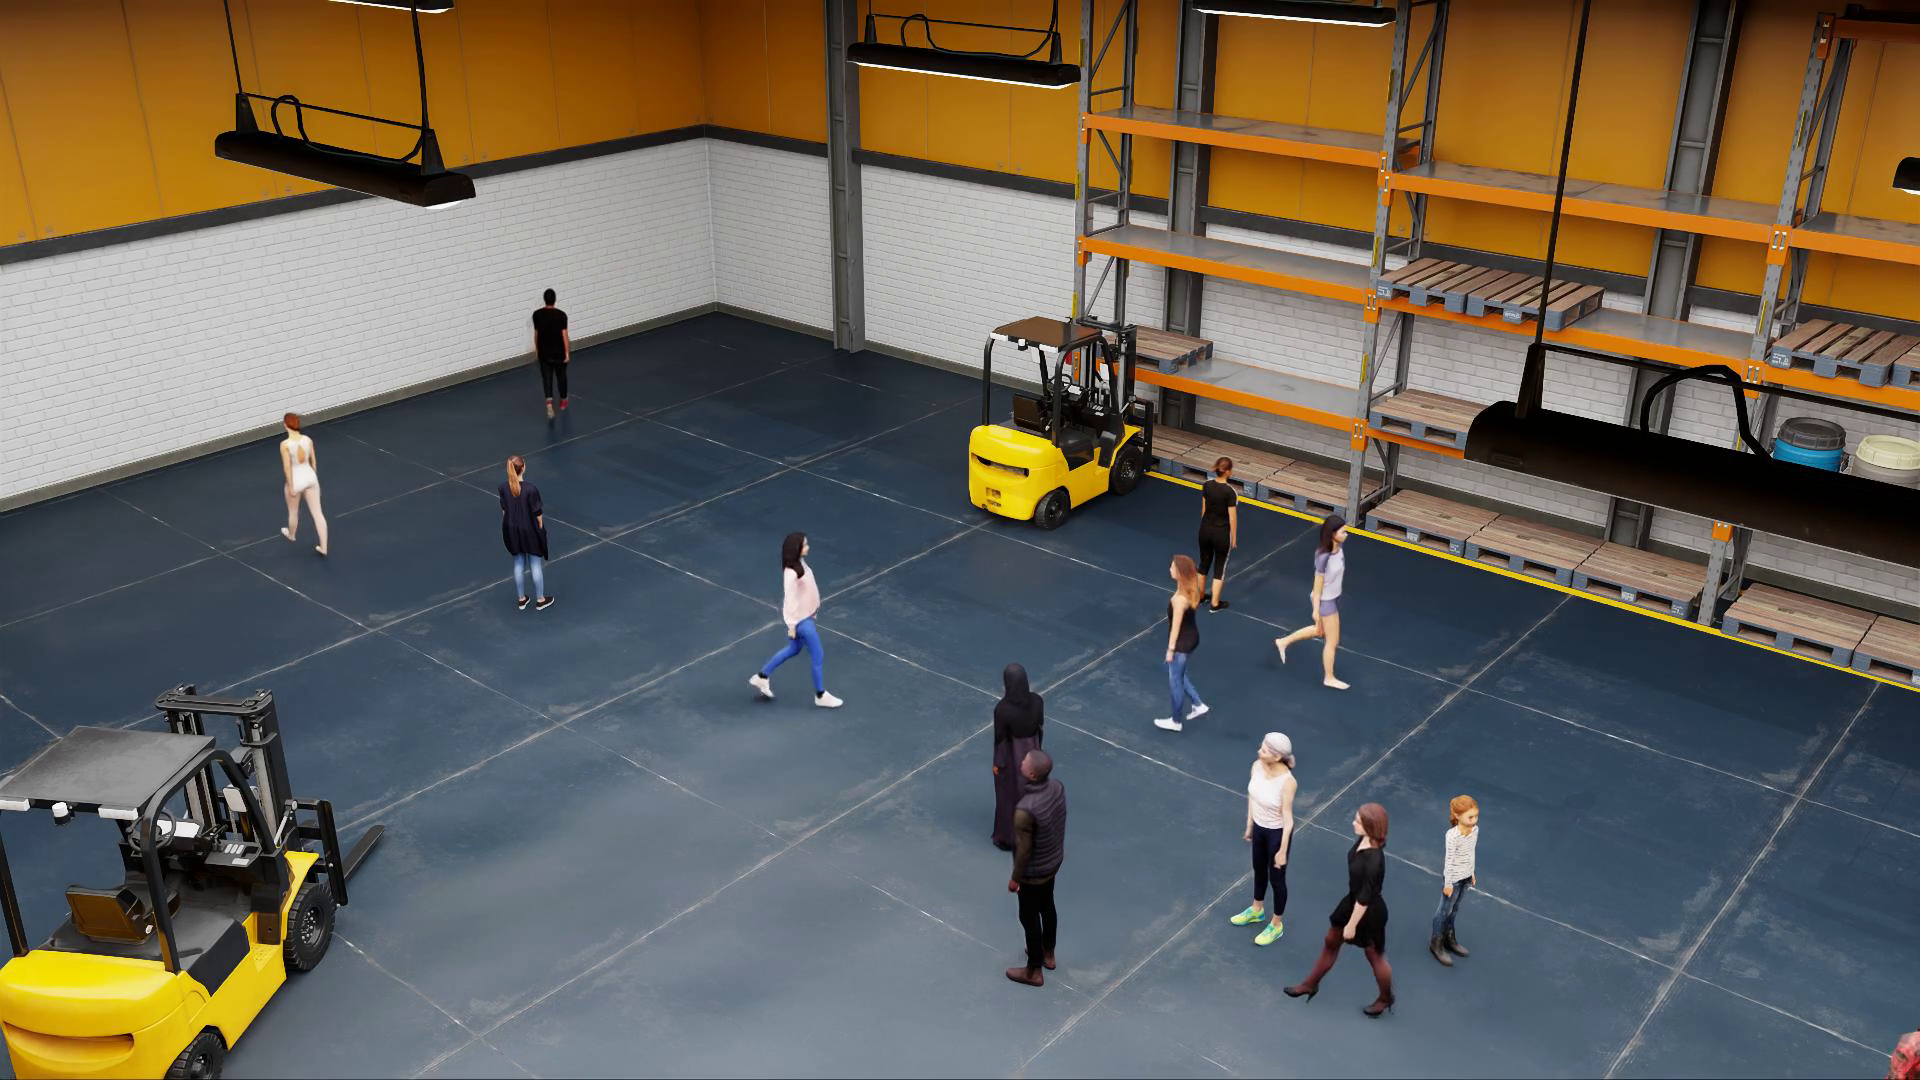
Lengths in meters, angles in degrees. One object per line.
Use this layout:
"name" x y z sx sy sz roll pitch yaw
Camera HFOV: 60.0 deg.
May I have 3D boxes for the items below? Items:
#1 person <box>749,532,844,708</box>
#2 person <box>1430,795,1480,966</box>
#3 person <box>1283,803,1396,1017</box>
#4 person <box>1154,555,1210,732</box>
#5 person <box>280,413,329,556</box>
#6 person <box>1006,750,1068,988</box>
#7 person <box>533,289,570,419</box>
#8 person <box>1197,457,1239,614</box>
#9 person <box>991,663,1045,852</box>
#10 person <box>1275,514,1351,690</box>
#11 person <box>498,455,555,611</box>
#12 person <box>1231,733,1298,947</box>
"person" -1.552 0.726 15.157 1.192 1.738 1.055 1 24 2
"person" 3.536 2.399 11.857 0.510 1.316 0.545 -17 29 -34
"person" 2.787 2.513 11.151 1.058 1.672 0.945 1 24 2
"person" 2.033 0.930 14.721 0.781 1.712 0.695 9 25 20
"person" -7.196 -0.581 18.321 1.026 1.598 0.587 20 30 38
"person" 0.535 2.254 11.539 0.610 1.835 0.723 14 27 29
"person" -5.556 -2.521 22.586 1.062 1.736 1.144 -3 24 -6
"person" 2.623 -0.066 17.058 0.661 1.667 0.477 -21 31 -40
"person" 0.456 1.697 13.090 0.706 1.615 0.725 -10 26 -23
"person" 3.339 0.559 15.577 1.048 1.708 0.676 14 27 29
"person" -4.475 -0.079 17.065 0.661 1.684 0.775 4 24 10
"person" 2.255 2.120 12.012 0.729 1.702 0.603 -12 26 -25
